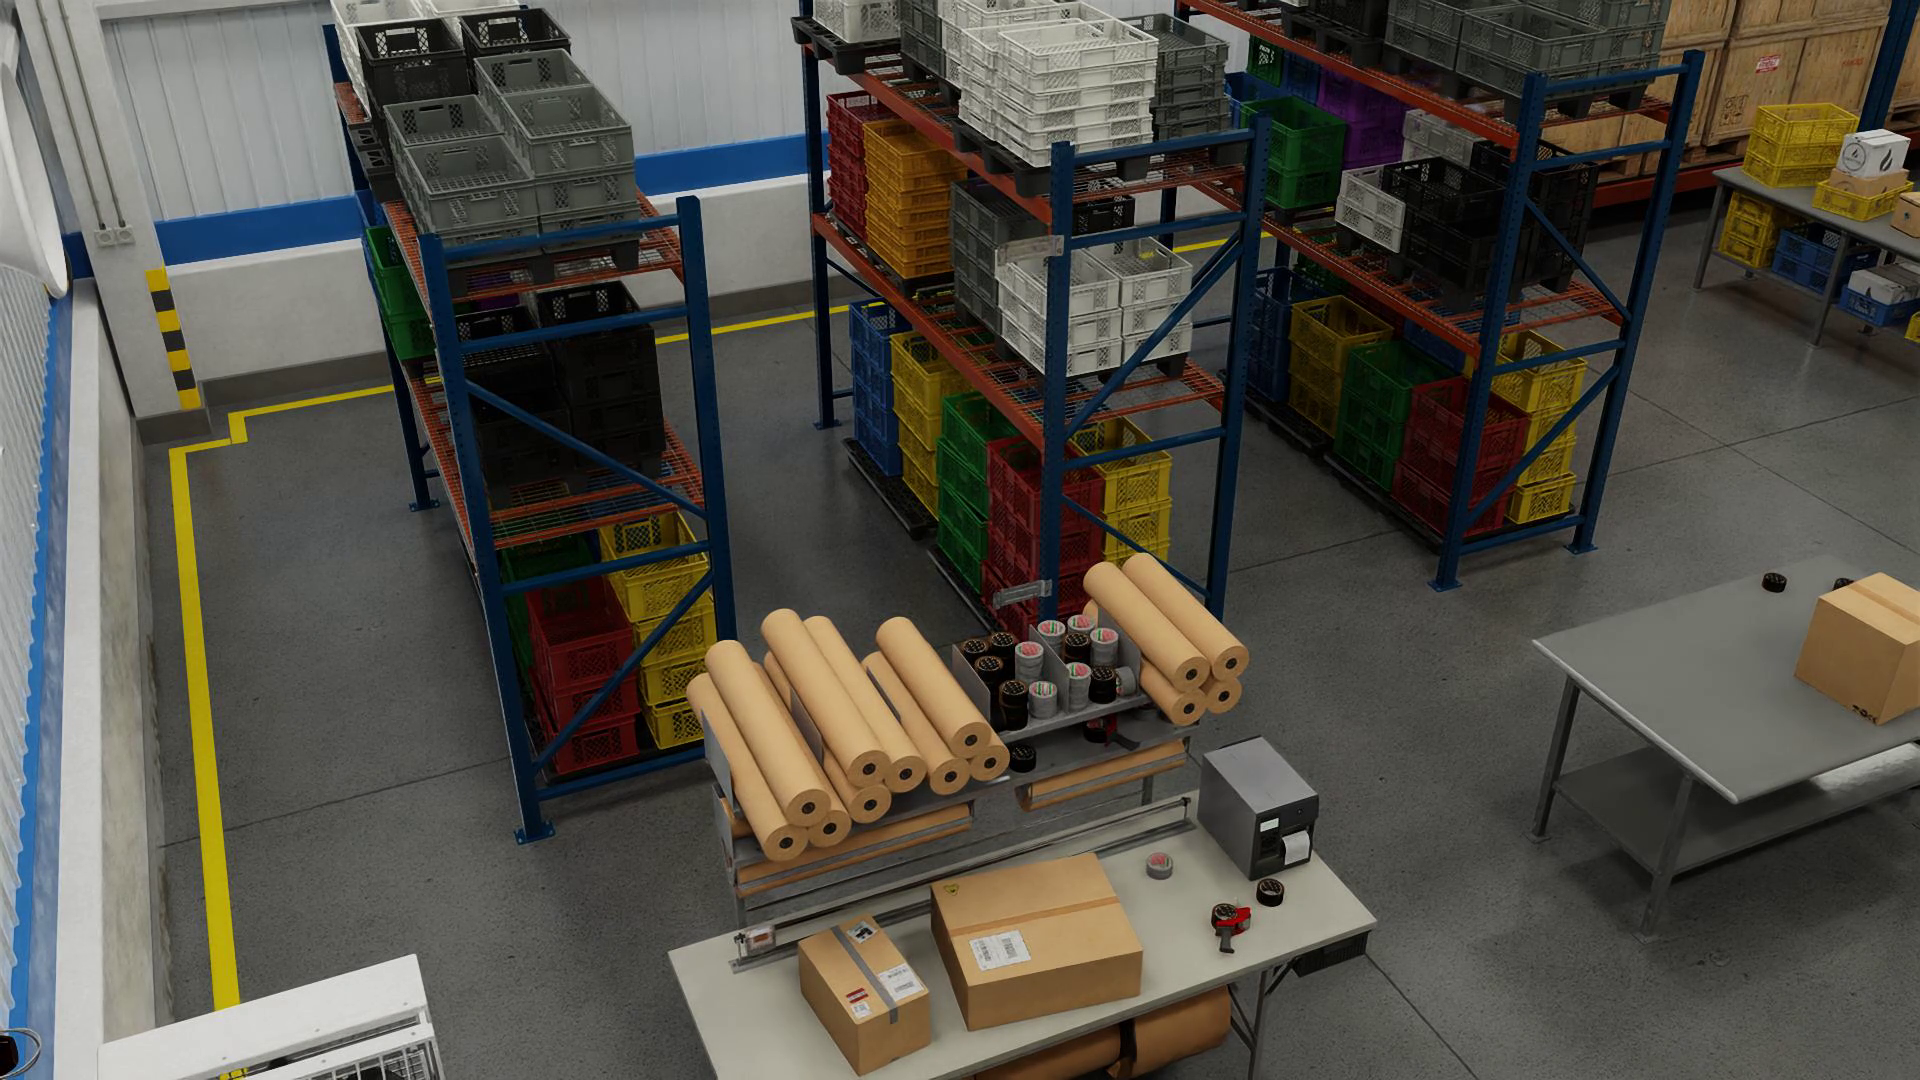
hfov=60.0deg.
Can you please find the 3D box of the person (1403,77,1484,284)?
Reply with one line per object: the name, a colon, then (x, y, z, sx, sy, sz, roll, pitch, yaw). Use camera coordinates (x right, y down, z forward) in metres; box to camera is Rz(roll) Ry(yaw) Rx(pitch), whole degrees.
person: (3.687, -2.753, 12.883, 0.644, 1.907, 0.964, 2, 32, 3)
